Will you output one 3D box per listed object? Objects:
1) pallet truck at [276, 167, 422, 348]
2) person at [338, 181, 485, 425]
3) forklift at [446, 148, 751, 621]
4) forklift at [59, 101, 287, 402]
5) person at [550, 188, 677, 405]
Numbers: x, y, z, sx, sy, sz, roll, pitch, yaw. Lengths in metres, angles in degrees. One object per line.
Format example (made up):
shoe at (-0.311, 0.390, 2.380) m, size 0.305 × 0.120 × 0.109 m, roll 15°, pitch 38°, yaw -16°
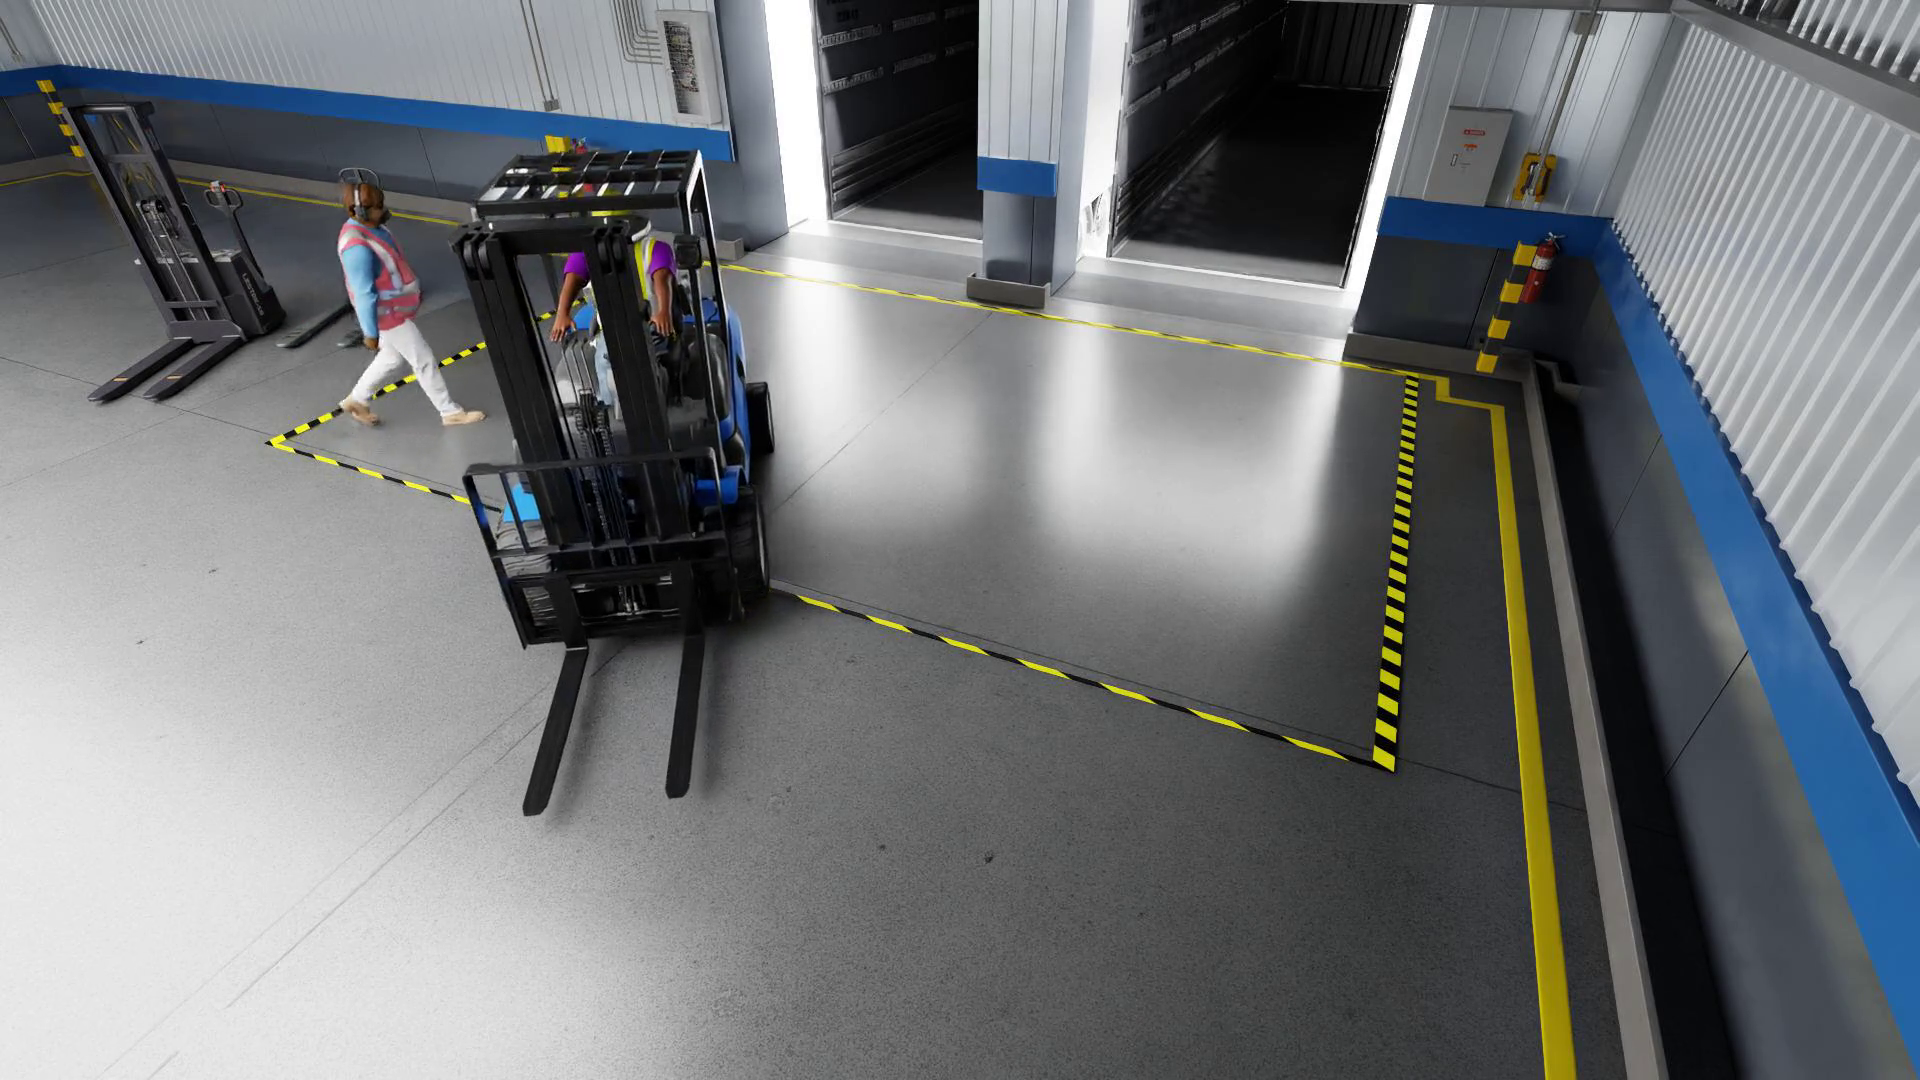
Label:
pallet truck at (-5.732, -2.611, 8.414) m, size 0.680 × 1.201 × 1.601 m, roll -1°, pitch 35°, yaw -1°
person at (-4.116, -1.588, 6.473) m, size 0.924 × 1.799 × 0.654 m, roll -13°, pitch 37°, yaw -18°
forklift at (-1.883, -1.061, 5.227) m, size 1.157 × 2.036 × 2.680 m, roll -5°, pitch 35°, yaw -7°
forklift at (-6.686, -2.387, 7.434) m, size 0.823 × 1.965 × 1.885 m, roll -3°, pitch 35°, yaw -5°
person at (-1.881, -1.180, 5.070) m, size 0.635 × 1.293 × 1.004 m, roll -5°, pitch 35°, yaw -7°
